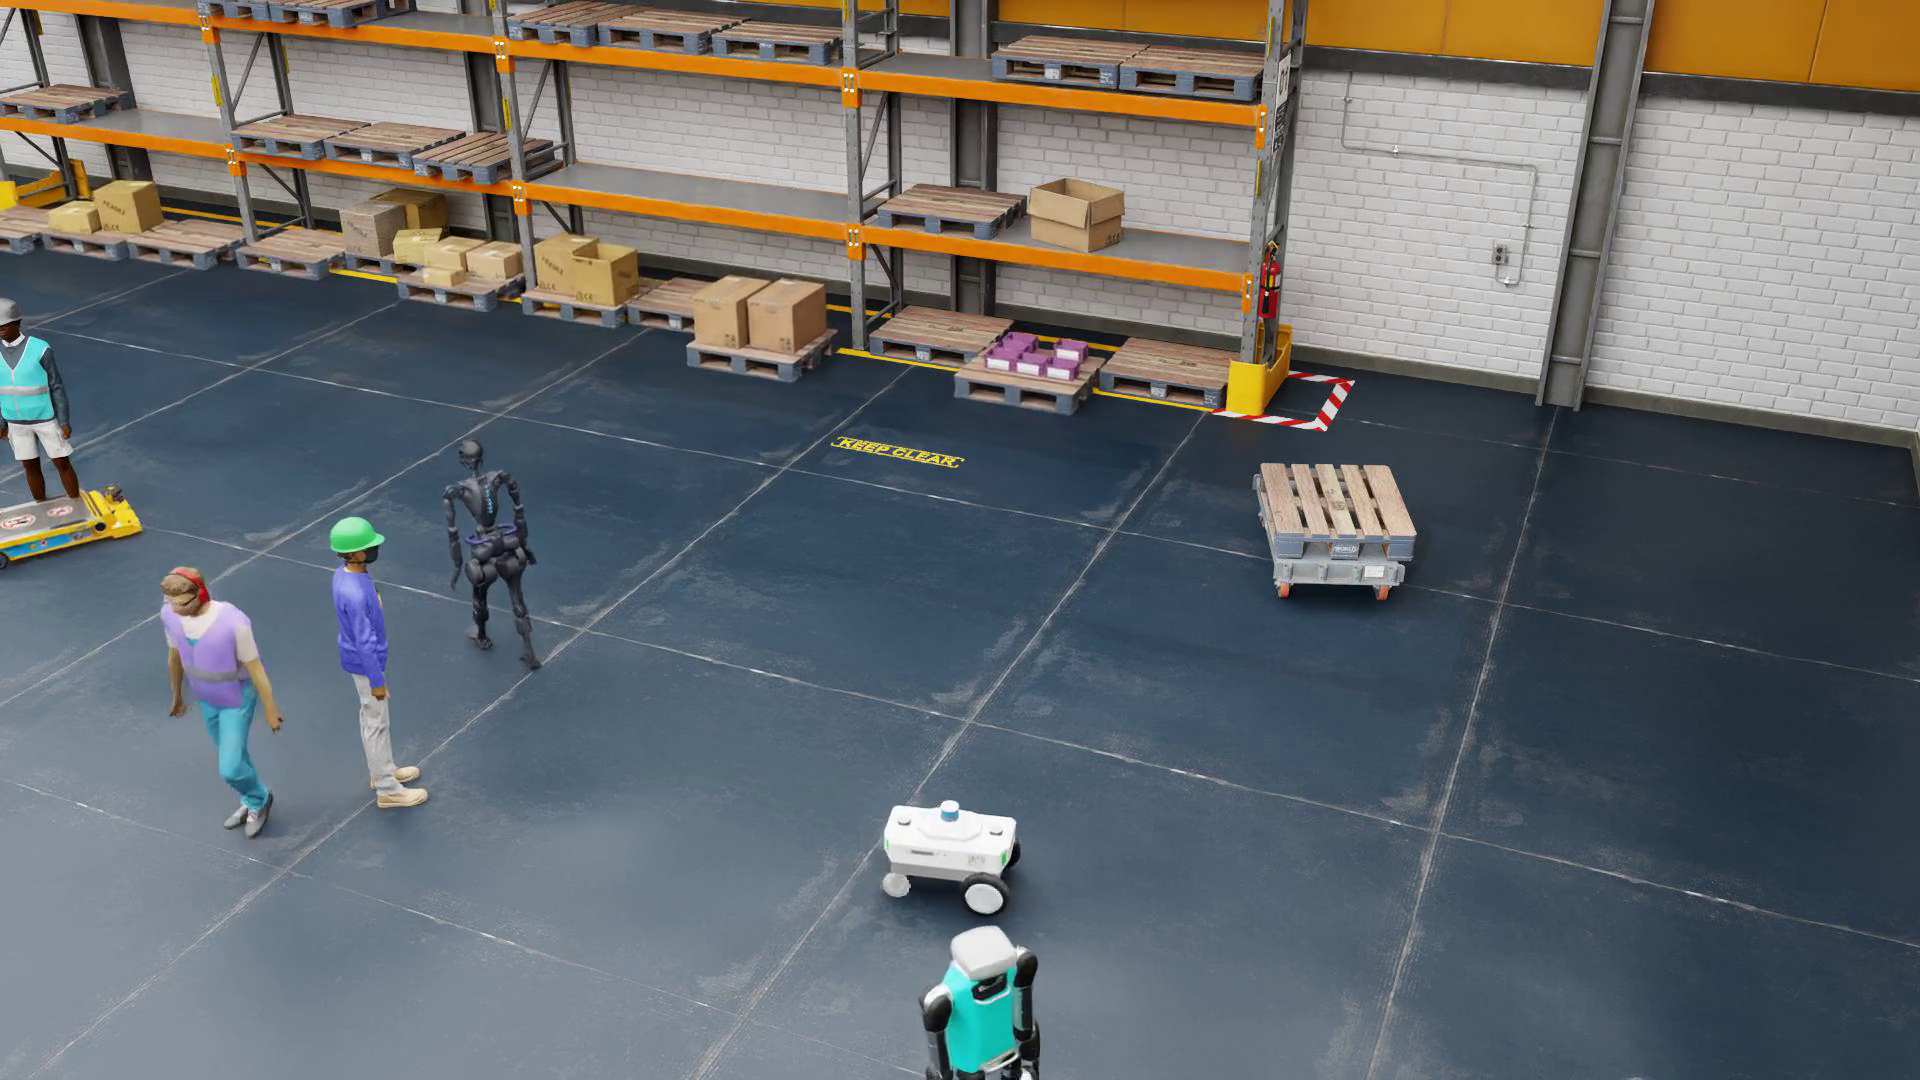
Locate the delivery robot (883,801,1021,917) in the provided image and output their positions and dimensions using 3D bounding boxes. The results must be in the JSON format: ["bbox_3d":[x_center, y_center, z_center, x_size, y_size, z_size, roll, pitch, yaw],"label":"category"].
[{"bbox_3d":[-0.045,1.721,9.268,0.773,0.582,0.499,5,28,9],"label":"delivery robot"}]

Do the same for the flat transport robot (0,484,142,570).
[{"bbox_3d":[-7.281,-0.071,13.068,1.431,0.231,0.659,-18,33,-31],"label":"flat transport robot"}]

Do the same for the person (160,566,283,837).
[{"bbox_3d":[-4.185,0.918,9.465,0.706,1.810,0.502,10,29,19],"label":"person"}]

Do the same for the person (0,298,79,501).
[{"bbox_3d":[-7.236,-0.971,12.993,0.550,1.940,0.418,-4,27,-7],"label":"person"}]

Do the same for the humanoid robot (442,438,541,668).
[{"bbox_3d":[-3.188,0.070,11.288,0.610,1.625,0.743,-23,35,-37],"label":"humanoid robot"}]

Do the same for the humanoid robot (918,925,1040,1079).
[{"bbox_3d":[0.239,2.431,6.660,0.532,1.805,0.798,-18,32,-31],"label":"humanoid robot"}]

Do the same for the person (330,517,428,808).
[{"bbox_3d":[-3.458,0.712,9.804,0.359,1.873,0.460,-11,29,-20],"label":"person"}]
